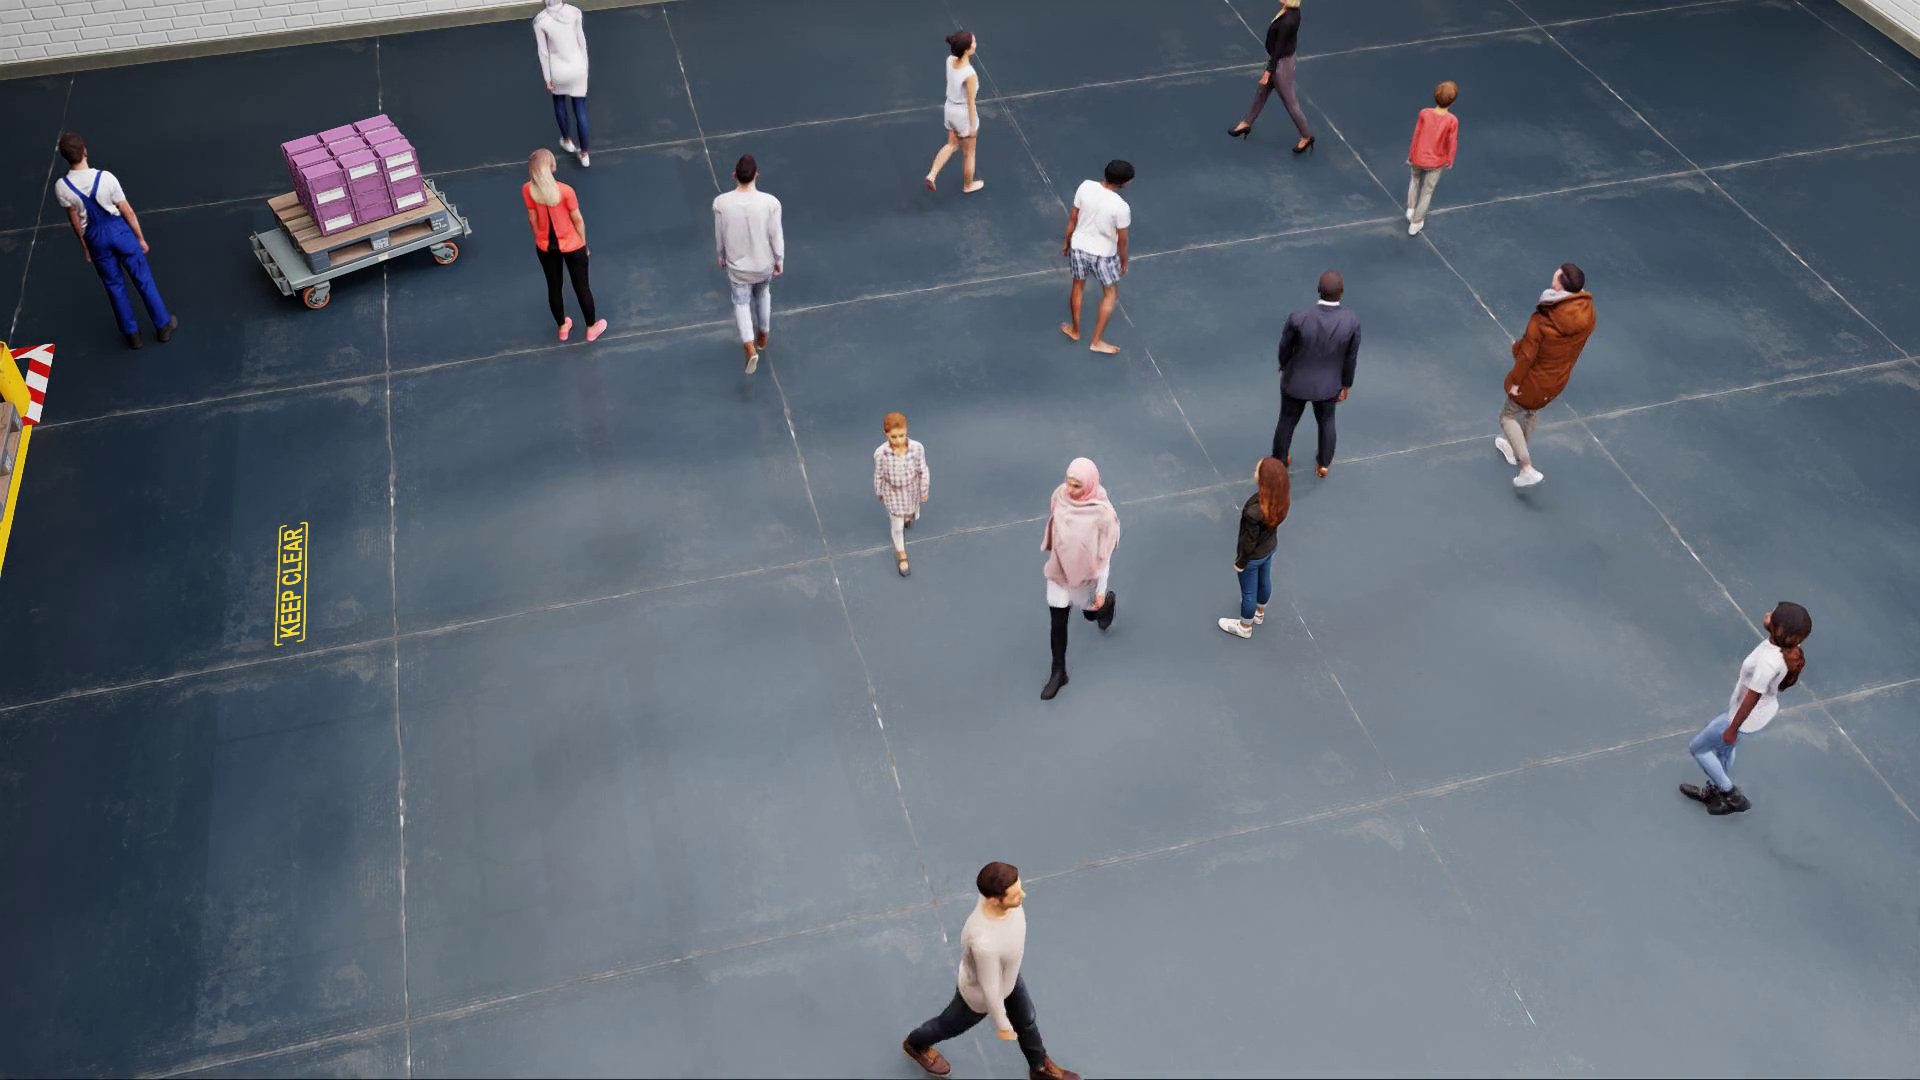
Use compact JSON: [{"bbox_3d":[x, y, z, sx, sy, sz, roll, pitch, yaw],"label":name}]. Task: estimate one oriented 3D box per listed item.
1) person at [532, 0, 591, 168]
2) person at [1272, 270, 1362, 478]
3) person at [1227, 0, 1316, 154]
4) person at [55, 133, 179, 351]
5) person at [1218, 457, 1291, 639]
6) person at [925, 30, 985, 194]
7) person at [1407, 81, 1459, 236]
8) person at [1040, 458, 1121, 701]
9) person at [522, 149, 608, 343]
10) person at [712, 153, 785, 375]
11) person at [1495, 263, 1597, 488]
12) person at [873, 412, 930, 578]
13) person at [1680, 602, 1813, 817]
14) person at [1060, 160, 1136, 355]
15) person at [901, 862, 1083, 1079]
[{"bbox_3d":[-3.542,-4.207,15.097,0.659,1.759,0.767,-15,46,-15],"label":"person"},{"bbox_3d":[2.465,-1.114,11.810,0.814,1.813,0.839,8,44,8],"label":"person"},{"bbox_3d":[3.047,-4.277,15.274,1.032,1.616,1.089,13,45,13],"label":"person"},{"bbox_3d":[-6.681,-2.347,13.078,0.642,1.850,0.578,-14,45,-14],"label":"person"},{"bbox_3d":[1.944,0.041,10.838,0.669,1.483,0.644,31,51,28],"label":"person"},{"bbox_3d":[-0.054,-3.743,14.727,0.814,1.597,0.857,-27,50,-25],"label":"person"},{"bbox_3d":[4.035,-3.273,14.375,0.716,1.403,0.776,22,48,21],"label":"person"},{"bbox_3d":[0.796,0.168,10.490,1.115,1.779,1.172,22,48,22],"label":"person"},{"bbox_3d":[-3.164,-2.321,13.163,0.669,1.695,0.664,6,44,6],"label":"person"},{"bbox_3d":[-1.628,-2.119,12.861,0.792,1.818,1.060,-3,44,-3],"label":"person"},{"bbox_3d":[4.152,-1.139,11.826,0.747,1.828,0.933,-15,46,-15],"label":"person"},{"bbox_3d":[-0.403,-0.395,11.430,0.588,1.297,0.848,-5,44,-5],"label":"person"},{"bbox_3d":[4.617,1.042,9.621,0.823,1.712,0.762,29,51,27],"label":"person"},{"bbox_3d":[1.010,-2.269,13.117,0.769,1.685,0.845,13,45,13],"label":"person"},{"bbox_3d":[0.049,2.205,8.318,1.188,1.825,1.226,15,46,15],"label":"person"}]
